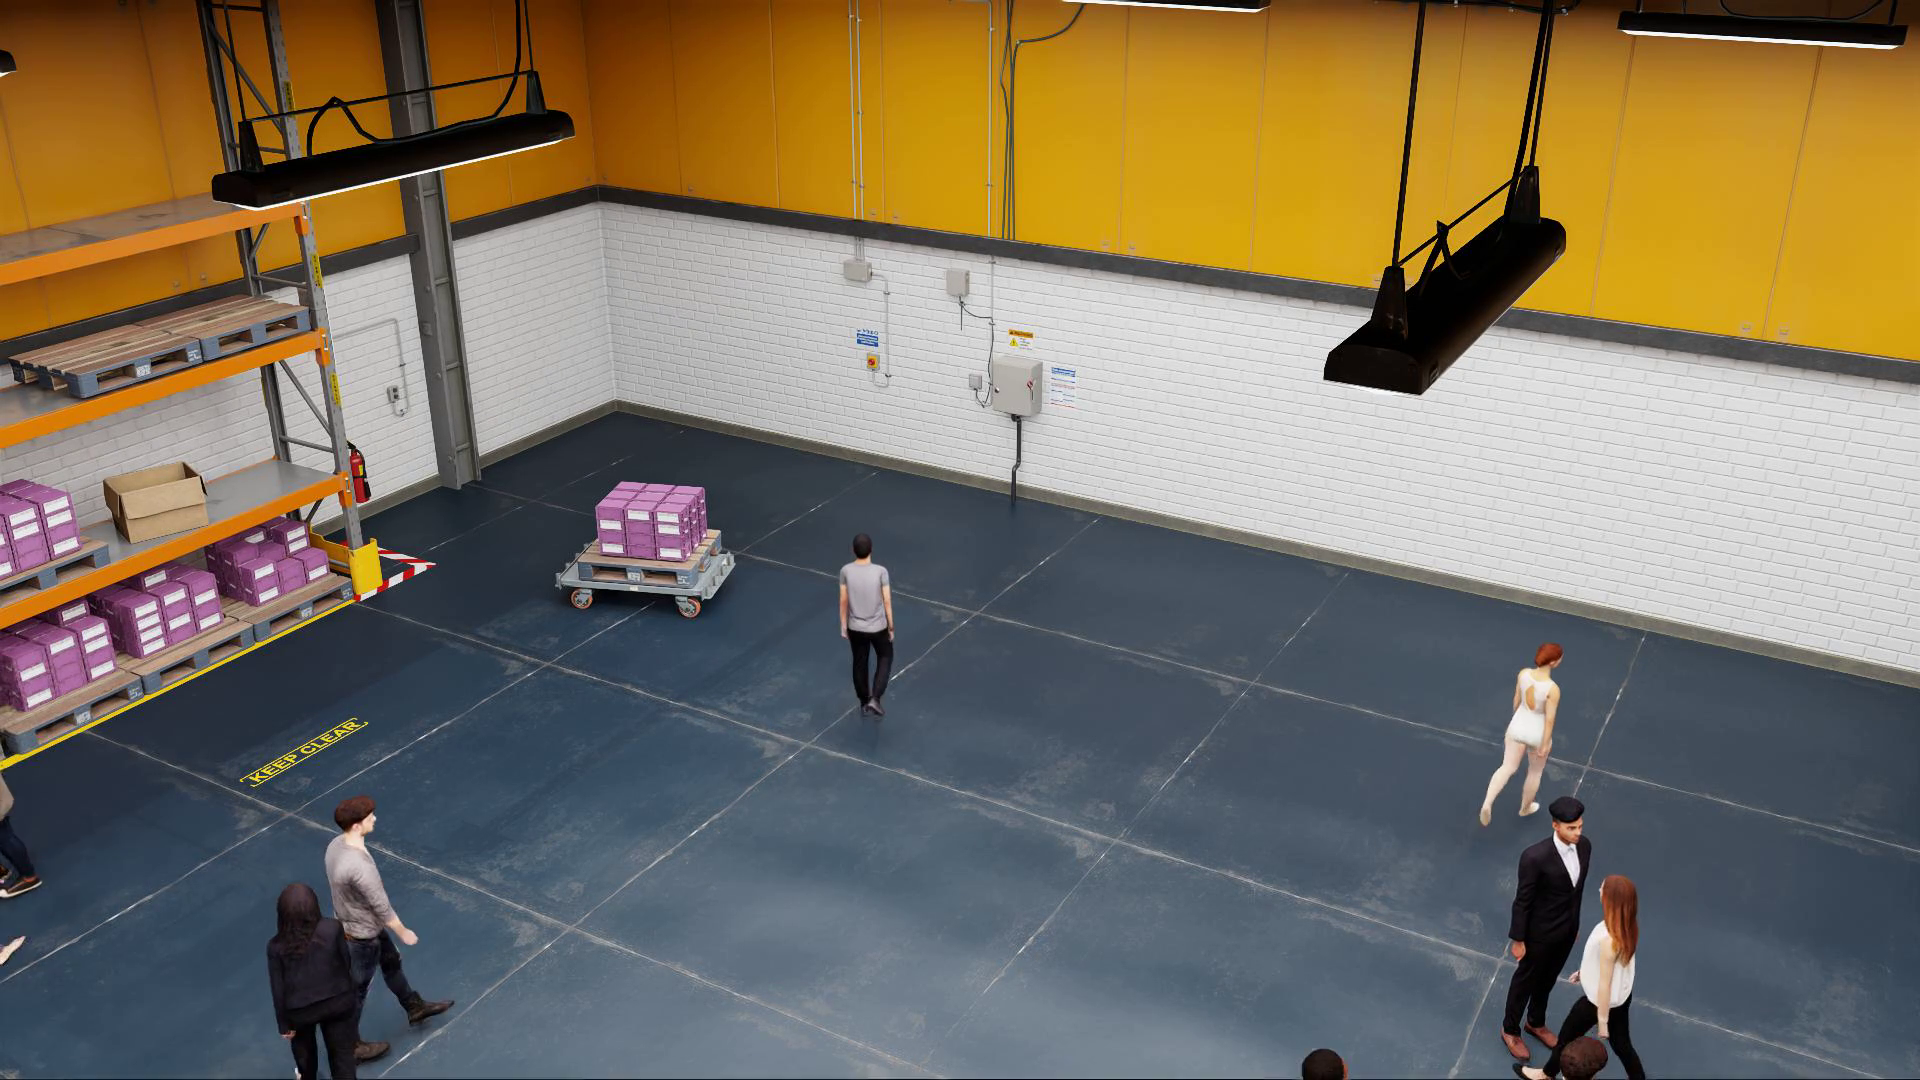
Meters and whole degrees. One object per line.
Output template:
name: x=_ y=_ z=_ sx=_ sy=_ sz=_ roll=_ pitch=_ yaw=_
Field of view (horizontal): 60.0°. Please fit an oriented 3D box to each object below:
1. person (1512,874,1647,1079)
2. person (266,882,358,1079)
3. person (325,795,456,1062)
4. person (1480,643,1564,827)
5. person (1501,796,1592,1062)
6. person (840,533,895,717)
person: x=3.989 y=2.806 z=10.027 sx=0.830 sy=1.678 sz=1.083 roll=21 pitch=31 yaw=40
person: x=-3.855 y=2.853 z=10.039 sx=0.944 sy=1.583 sz=0.920 roll=-17 pitch=29 yaw=-34
person: x=-3.859 y=2.505 z=10.469 sx=1.128 sy=1.875 sz=0.981 roll=-12 pitch=26 yaw=-26
person: x=4.397 y=1.546 z=12.984 sx=1.006 sy=1.619 sz=0.759 roll=-19 pitch=30 yaw=-37
person: x=3.749 y=2.442 z=10.604 sx=0.711 sy=1.883 sz=0.834 roll=-11 pitch=26 yaw=-24
person: x=-0.819 y=0.791 z=14.552 sx=0.784 sy=1.745 sz=0.867 roll=4 pitch=24 yaw=10
